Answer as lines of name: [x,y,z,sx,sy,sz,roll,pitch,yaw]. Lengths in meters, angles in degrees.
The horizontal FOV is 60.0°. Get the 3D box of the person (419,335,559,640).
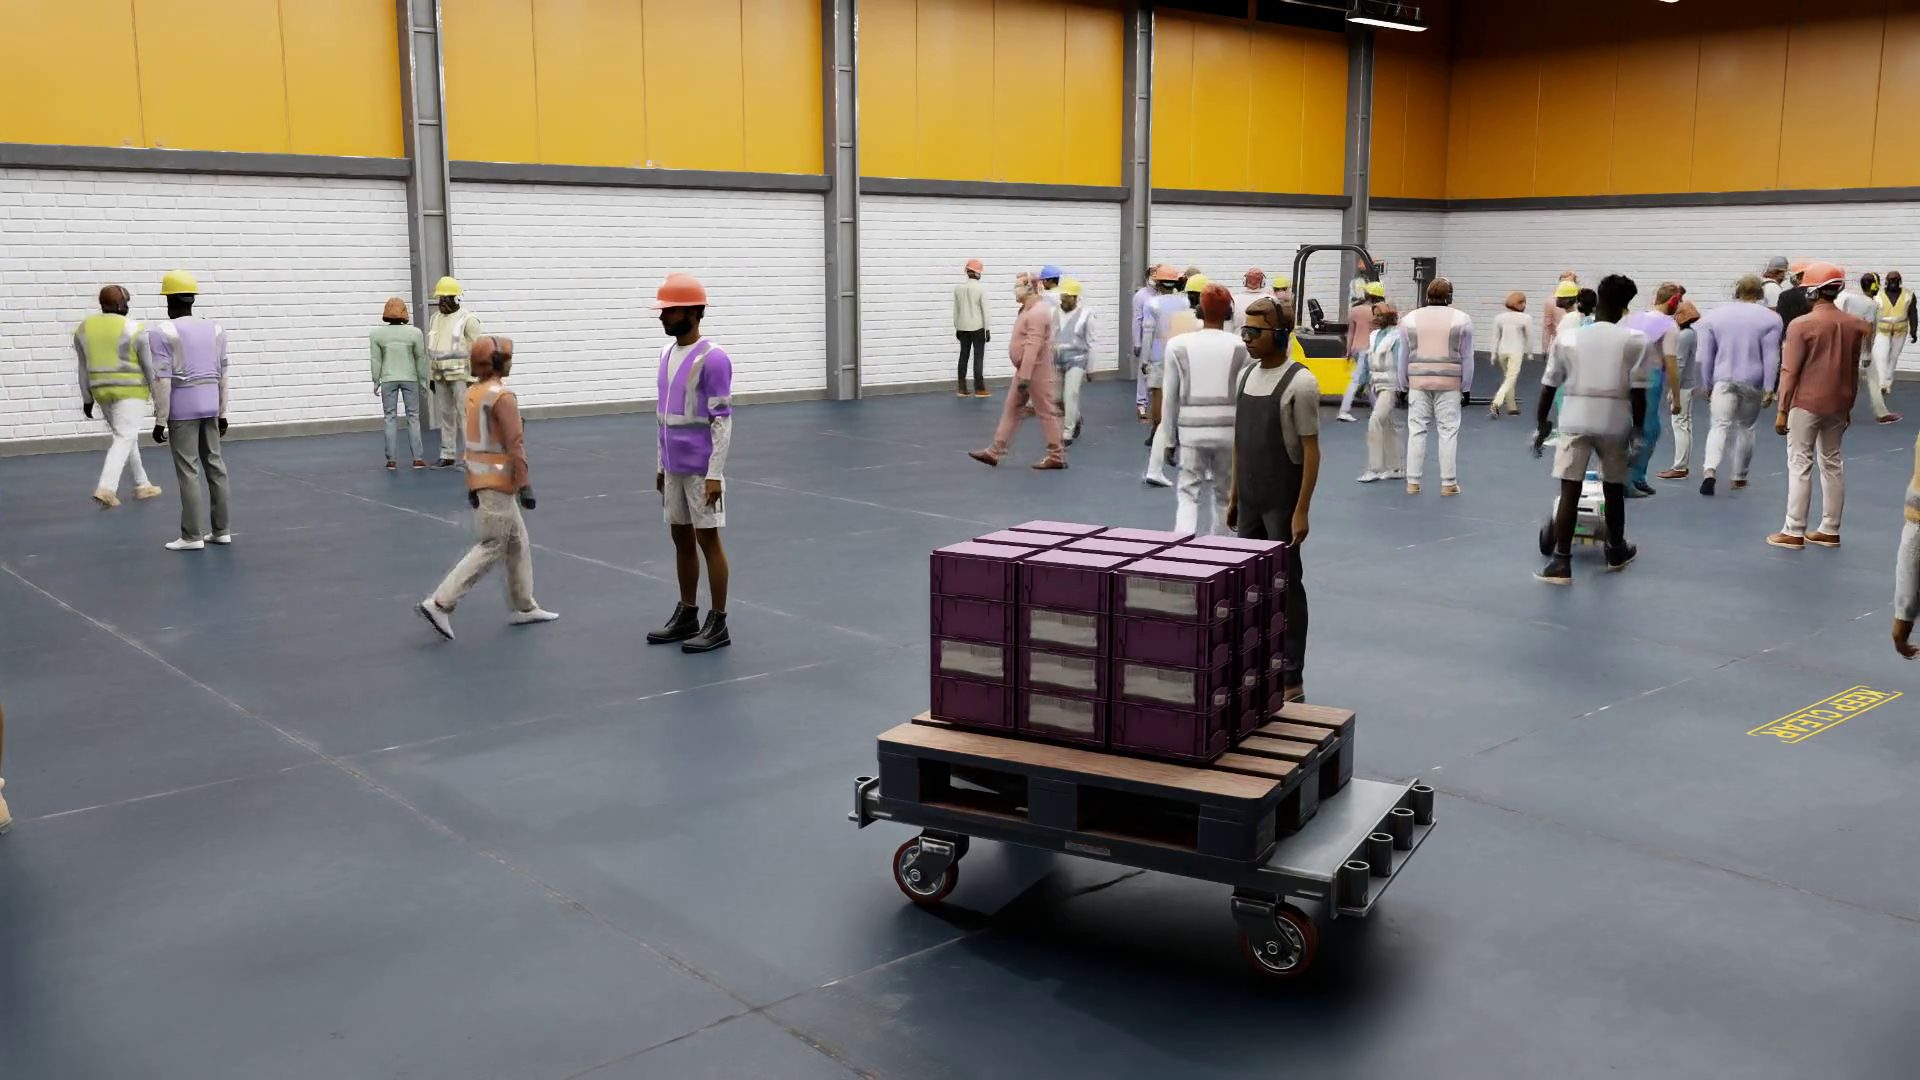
person: [-2.541,-0.288,8.885,0.762,1.608,0.519,-6,12,-33]

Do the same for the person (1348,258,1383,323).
person: [7.093,-3.924,28.978,0.608,2.025,0.860,7,12,37]

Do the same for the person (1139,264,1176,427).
person: [2.365,-2.297,19.711,0.442,1.929,0.649,-2,10,-13]

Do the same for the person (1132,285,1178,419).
person: [2.471,-2.462,20.774,0.644,1.899,0.399,-2,10,-14]

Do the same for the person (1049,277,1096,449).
person: [1.186,-1.892,17.704,0.584,1.805,0.725,6,12,33]

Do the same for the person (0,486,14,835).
person: [-3.538,0.049,5.639,0.605,2.045,0.378,3,10,16]

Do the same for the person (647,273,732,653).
person: [-1.398,-0.393,8.540,0.358,1.938,0.548,-9,14,-44]

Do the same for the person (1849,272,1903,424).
person: [10.919,-2.292,20.006,0.885,1.825,0.557,-1,10,-6]

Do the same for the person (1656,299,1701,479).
person: [6.544,-1.366,15.128,0.280,1.633,0.498,6,12,33]

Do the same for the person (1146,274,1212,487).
person: [2.005,-1.404,14.697,1.048,1.872,0.596,-9,13,-43]

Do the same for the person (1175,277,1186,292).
person: [3.527,-3.381,26.762,0.530,1.689,0.322,4,11,23]

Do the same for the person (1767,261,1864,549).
person: [5.929,-0.927,11.535,0.619,1.985,0.406,-3,10,-16]

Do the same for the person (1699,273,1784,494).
person: [6.615,-1.325,14.180,0.638,1.892,0.961,7,12,35]

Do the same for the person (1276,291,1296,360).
person: [3.989,-2.314,20.840,0.865,1.601,0.508,-6,11,-31]

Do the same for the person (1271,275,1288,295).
person: [4.691,-2.945,24.010,0.592,1.749,0.548,-3,10,-15]

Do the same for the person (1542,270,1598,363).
person: [7.533,-2.399,20.540,0.675,1.866,0.777,3,10,16]

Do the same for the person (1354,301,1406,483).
person: [3.735,-1.319,14.914,0.666,1.617,0.537,-2,10,-12]

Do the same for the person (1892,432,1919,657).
person: [3.216,0.194,5.167,0.563,1.909,0.691,5,11,25]

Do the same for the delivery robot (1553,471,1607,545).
delivery robot: [4.282,-0.224,11.323,0.477,0.478,0.707,6,11,31]

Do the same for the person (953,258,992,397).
person: [0.194,-3.049,23.926,0.622,1.992,0.396,7,12,36]

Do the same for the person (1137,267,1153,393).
person: [2.842,-3.115,24.691,0.532,1.864,0.310,9,13,43]

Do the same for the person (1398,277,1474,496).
person: [4.030,-1.294,14.097,0.627,1.844,0.429,5,11,25]

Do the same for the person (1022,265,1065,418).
person: [1.099,-2.474,20.827,0.918,1.905,0.612,6,12,32]

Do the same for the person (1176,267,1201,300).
person: [2.760,-2.280,19.744,0.636,1.911,0.894,1,10,6]

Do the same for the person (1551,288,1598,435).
person: [6.837,-1.941,18.403,0.684,1.667,0.533,3,10,18]

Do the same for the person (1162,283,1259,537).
person: [1.476,-0.588,9.892,0.575,1.868,0.678,2,10,13]

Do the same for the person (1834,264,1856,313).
person: [11.036,-2.529,21.112,0.550,1.923,0.534,5,11,26]

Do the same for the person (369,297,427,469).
person: [-5.333,-1.486,15.831,0.507,1.633,0.278,-2,10,-13]

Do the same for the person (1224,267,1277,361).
person: [3.089,-1.916,17.553,0.639,1.908,0.409,1,10,8]

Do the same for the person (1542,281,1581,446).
person: [6.419,-1.866,17.682,0.374,1.758,0.569,3,10,16]

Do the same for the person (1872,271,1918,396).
person: [13.549,-2.995,24.190,0.640,1.791,0.950,4,10,20]

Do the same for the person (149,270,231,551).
person: [-5.308,-0.888,11.468,0.367,1.927,0.590,5,11,25]

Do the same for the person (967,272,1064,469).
person: [0.553,-1.584,15.712,0.952,1.860,0.679,-2,10,-9]

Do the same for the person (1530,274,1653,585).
person: [3.958,-0.702,10.459,0.688,1.904,0.893,4,10,21]

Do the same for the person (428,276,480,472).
person: [-4.790,-1.561,15.685,0.589,1.834,0.404,5,11,27]

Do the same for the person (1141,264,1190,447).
person: [2.183,-1.949,17.654,0.552,1.937,0.356,-2,10,-13]

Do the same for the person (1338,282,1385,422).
person: [5.019,-2.306,20.417,0.962,1.701,0.530,-5,11,-28]

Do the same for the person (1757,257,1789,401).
person: [11.289,-2.908,22.967,0.846,2.000,0.704,3,10,15]

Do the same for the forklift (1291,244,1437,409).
forklift: [5.256,-2.933,22.661,2.313,2.155,1.214,3,10,16]

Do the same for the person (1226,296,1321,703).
person: [1.394,-0.168,7.494,0.329,1.844,0.509,-6,11,-30]

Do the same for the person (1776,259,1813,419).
person: [10.342,-2.482,20.635,0.641,1.976,0.511,-2,10,-12]

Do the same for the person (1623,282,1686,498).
person: [5.762,-1.235,13.837,0.593,1.804,0.602,-1,10,-7]

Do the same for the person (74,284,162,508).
person: [-6.848,-1.178,13.554,0.639,1.802,0.949,1,10,8]

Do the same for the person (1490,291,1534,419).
person: [6.863,-2.314,20.805,0.831,1.591,0.490,-9,13,-41]
